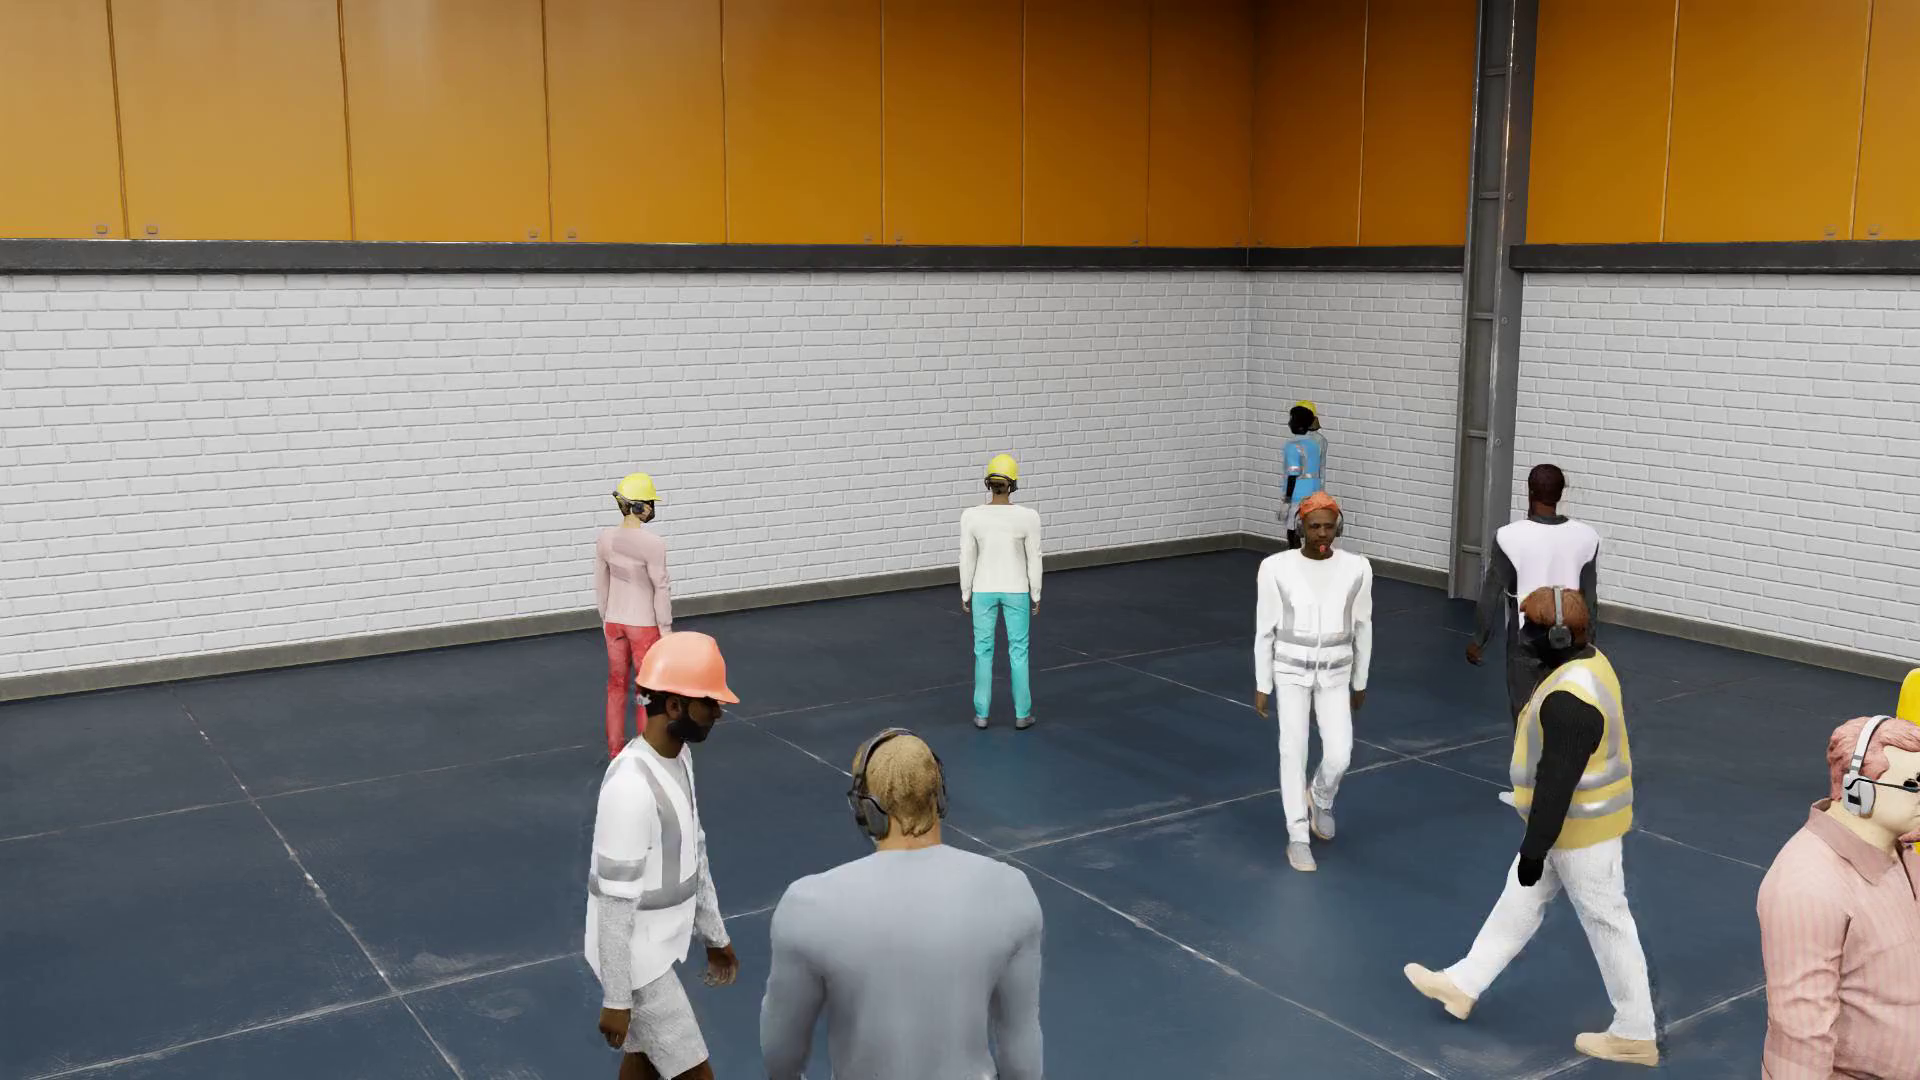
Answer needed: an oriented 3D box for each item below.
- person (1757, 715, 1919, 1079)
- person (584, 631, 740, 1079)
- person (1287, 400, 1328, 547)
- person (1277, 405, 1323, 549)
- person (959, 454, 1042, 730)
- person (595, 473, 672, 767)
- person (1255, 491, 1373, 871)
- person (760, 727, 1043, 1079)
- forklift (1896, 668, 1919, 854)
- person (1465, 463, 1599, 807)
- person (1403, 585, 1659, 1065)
[{"bbox_3d":[2.170,1.355,4.049,0.407,1.908,0.641,9,13,43],"label":"person"},{"bbox_3d":[-0.885,1.216,4.895,0.519,1.901,0.574,0,9,-3],"label":"person"},{"bbox_3d":[3.127,-0.406,15.146,0.492,1.742,0.324,-7,12,-37],"label":"person"},{"bbox_3d":[3.080,-0.370,15.062,0.317,1.700,0.585,8,12,41],"label":"person"},{"bbox_3d":[0.261,0.335,10.615,0.528,1.767,0.329,1,9,7],"label":"person"},{"bbox_3d":[-1.879,0.490,9.689,0.530,1.765,0.325,6,11,32],"label":"person"},{"bbox_3d":[1.733,0.680,8.219,0.578,1.873,0.479,0,9,2],"label":"person"},{"bbox_3d":[-0.119,1.380,3.879,0.639,1.911,0.656,-3,10,-19],"label":"person"},{"bbox_3d":[5.511,0.571,7.906,2.313,2.155,1.214,-6,11,-33],"label":"forklift"},{"bbox_3d":[3.116,0.536,9.030,0.616,1.900,0.467,-3,10,-16],"label":"person"},{"bbox_3d":[2.194,1.054,6.235,0.980,1.786,0.645,3,10,20],"label":"person"}]
